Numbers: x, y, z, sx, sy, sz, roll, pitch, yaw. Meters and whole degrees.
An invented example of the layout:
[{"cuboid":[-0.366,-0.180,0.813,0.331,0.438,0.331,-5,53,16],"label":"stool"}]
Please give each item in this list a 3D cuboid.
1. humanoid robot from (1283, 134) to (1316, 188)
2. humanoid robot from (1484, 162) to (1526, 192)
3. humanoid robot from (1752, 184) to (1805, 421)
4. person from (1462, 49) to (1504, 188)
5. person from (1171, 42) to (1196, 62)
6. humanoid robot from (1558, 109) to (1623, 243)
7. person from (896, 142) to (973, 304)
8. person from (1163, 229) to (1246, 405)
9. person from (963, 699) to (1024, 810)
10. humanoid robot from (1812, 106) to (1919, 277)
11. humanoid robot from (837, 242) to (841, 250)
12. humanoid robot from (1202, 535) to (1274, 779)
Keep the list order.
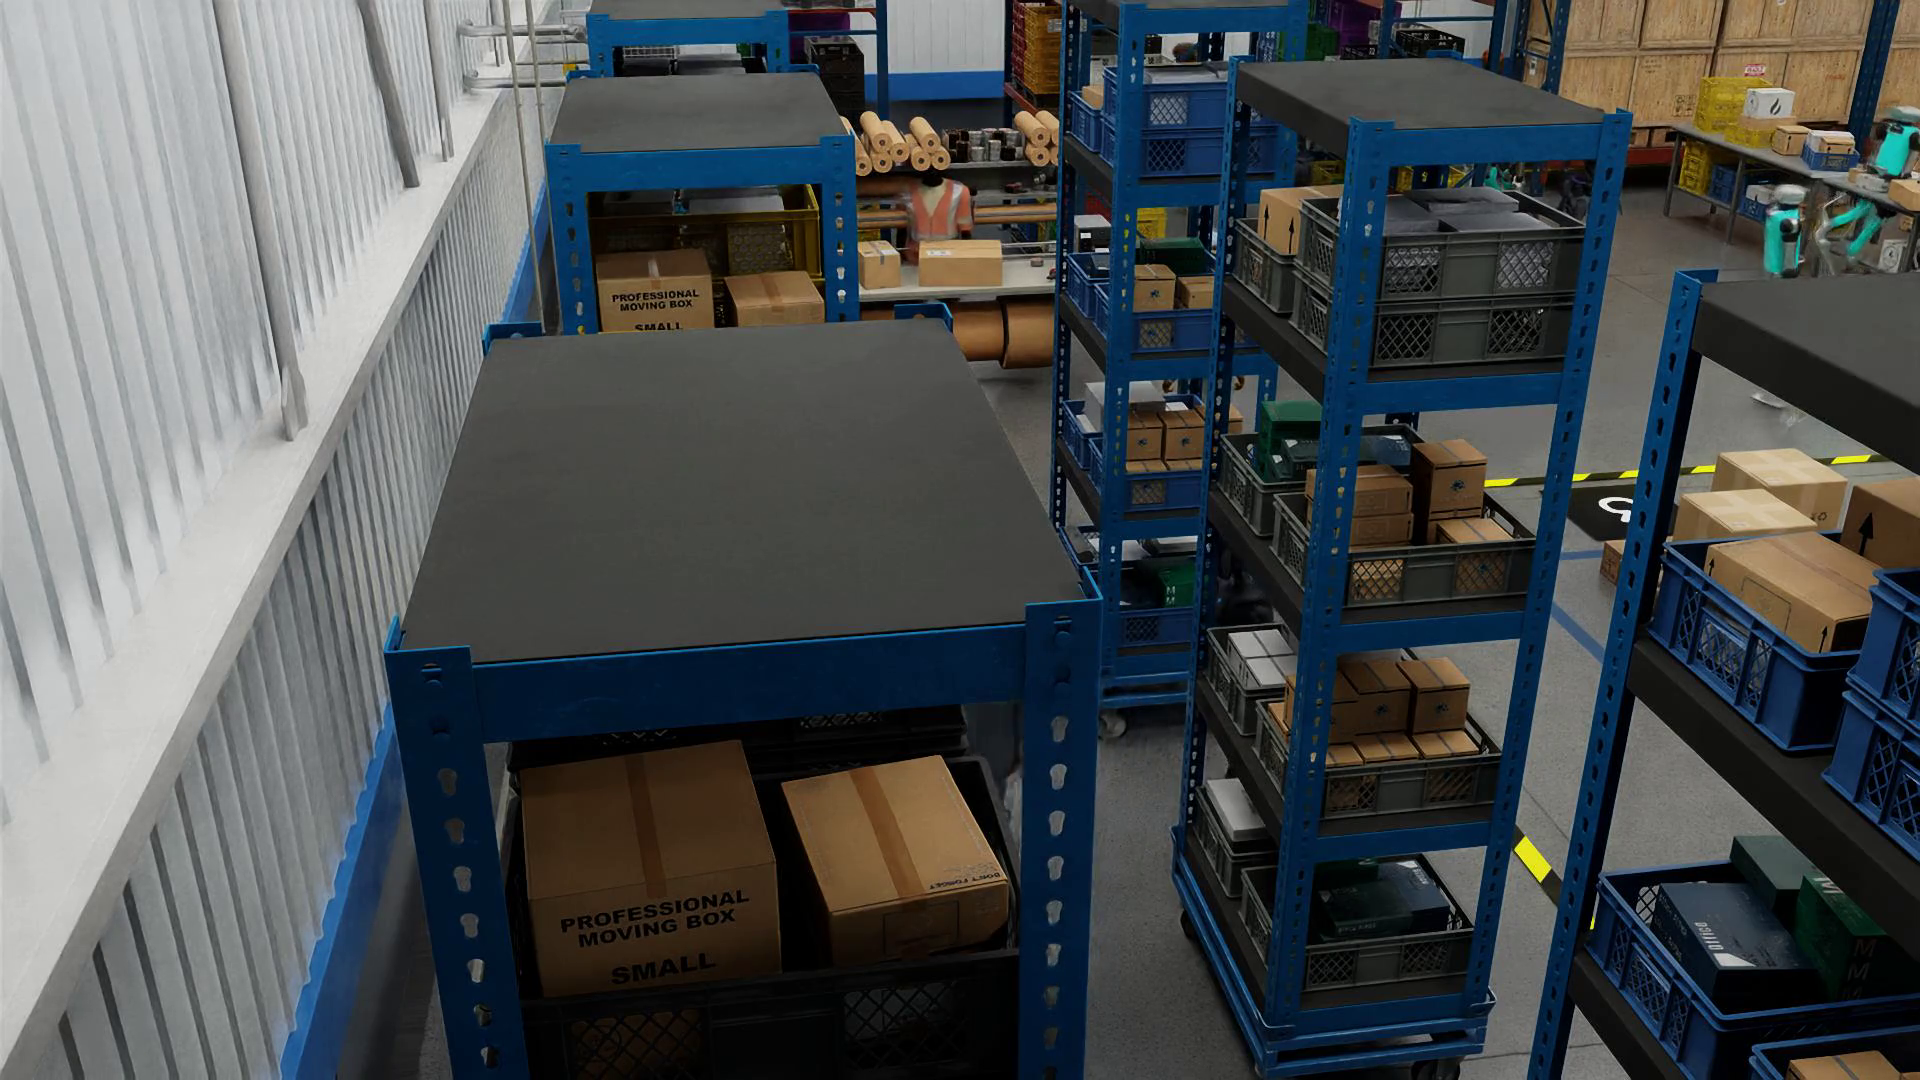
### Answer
[{"cuboid":[2.898,-2.845,14.805,0.410,1.646,0.595,10,27,22],"label":"humanoid robot"},{"cuboid":[5.409,-3.689,16.438,0.530,1.702,0.710,21,32,38],"label":"humanoid robot"},{"cuboid":[6.225,-1.741,12.312,0.770,1.751,0.567,3,25,8],"label":"humanoid robot"},{"cuboid":[5.464,-4.166,17.423,0.354,1.882,0.572,-4,25,-9],"label":"person"},{"cuboid":[2.507,-4.567,18.385,0.433,1.817,0.673,21,32,38],"label":"person"},{"cuboid":[5.928,-3.197,15.573,0.611,1.644,0.549,1,25,2],"label":"humanoid robot"},{"cuboid":[-0.202,-2.198,13.067,0.626,1.950,0.404,1,25,2],"label":"person"},{"cuboid":[1.599,-1.113,10.825,0.586,1.852,0.389,-4,25,-9],"label":"person"},{"cuboid":[0.035,0.917,6.339,0.641,1.912,0.716,-14,28,-28],"label":"person"},{"cuboid":[8.278,-3.073,15.216,1.033,1.726,0.544,-4,25,-8],"label":"humanoid robot"},{"cuboid":[-1.056,-2.284,13.572,0.327,1.651,0.588,1,25,1],"label":"humanoid robot"},{"cuboid":[1.213,0.709,7.088,0.521,1.632,0.611,-8,26,-17],"label":"humanoid robot"}]
